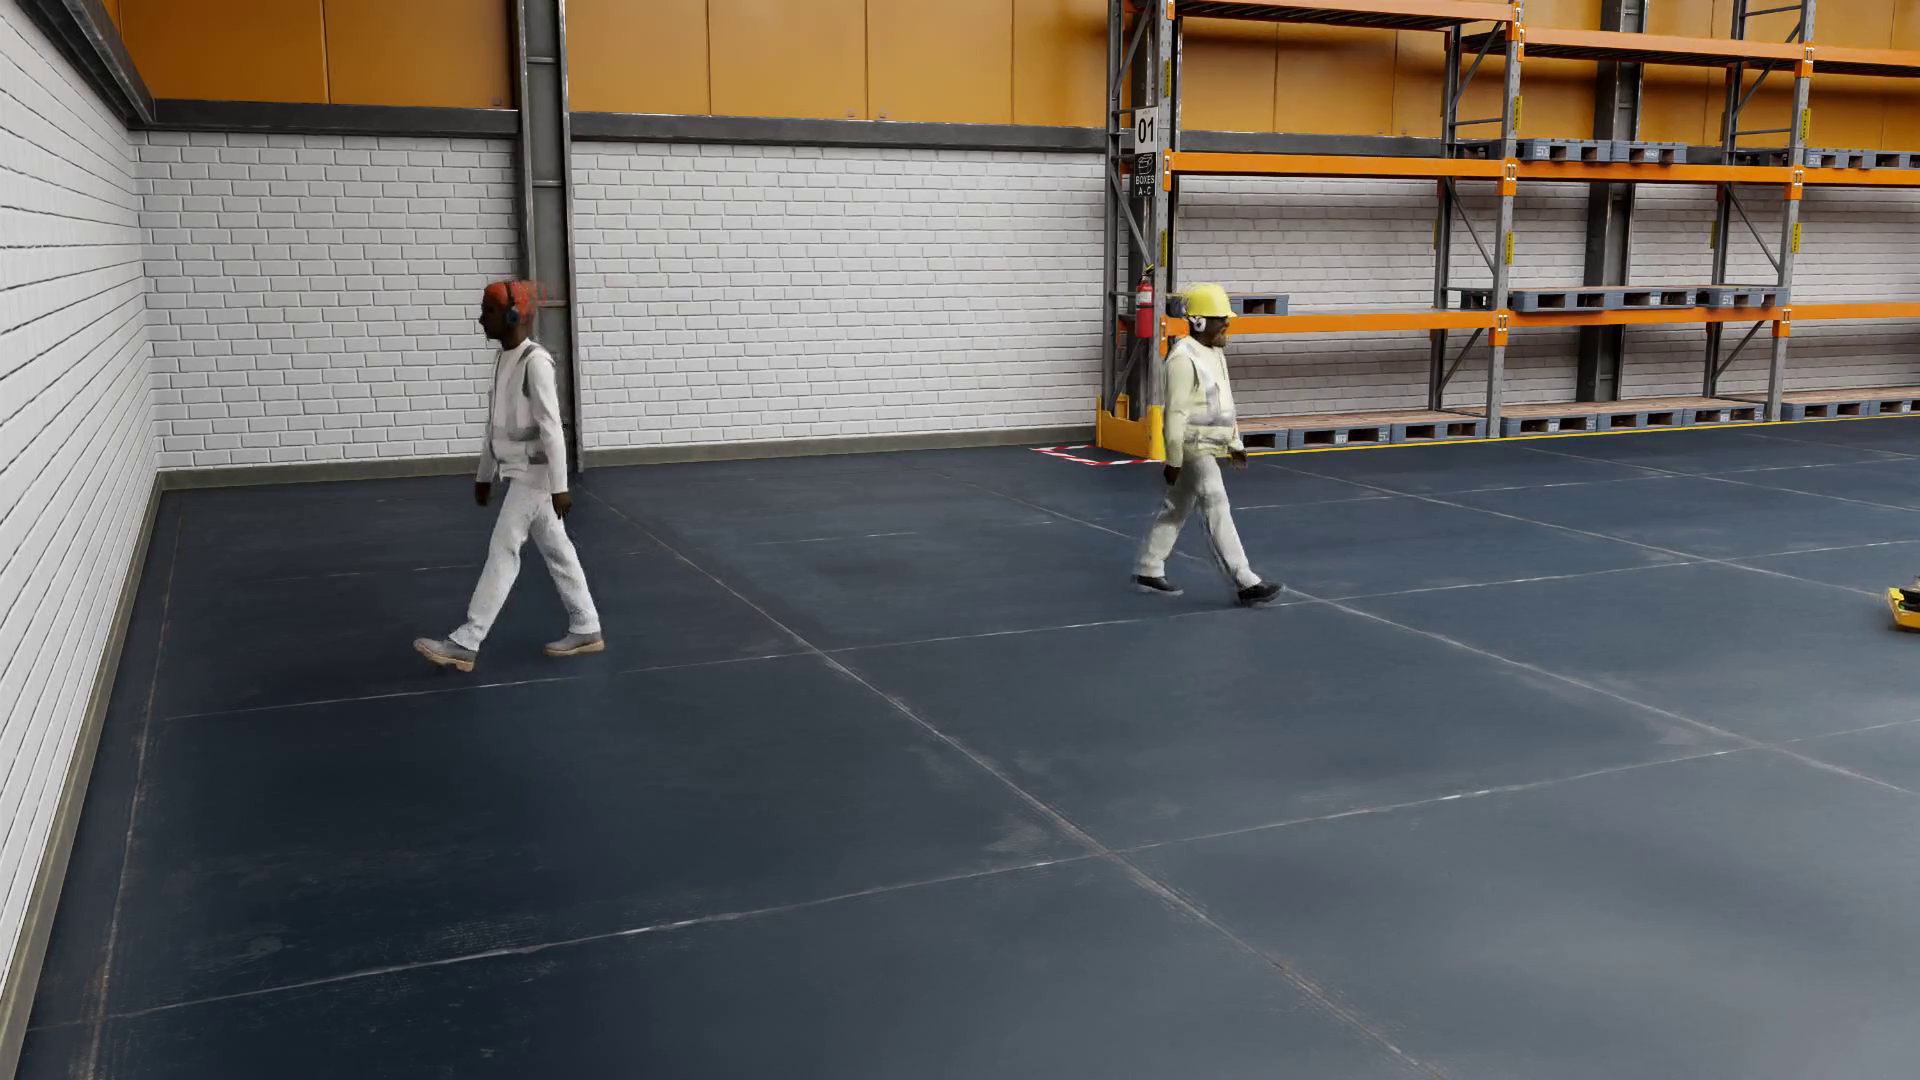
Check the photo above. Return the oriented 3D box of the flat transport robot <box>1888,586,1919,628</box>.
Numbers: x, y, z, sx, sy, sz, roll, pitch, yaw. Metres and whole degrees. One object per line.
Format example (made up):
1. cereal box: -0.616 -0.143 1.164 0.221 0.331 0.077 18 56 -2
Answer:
1. flat transport robot: 5.660 0.353 8.625 1.431 0.197 0.652 5 11 24

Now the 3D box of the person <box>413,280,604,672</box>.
1. person: -2.156 -0.300 7.910 0.980 1.829 0.600 -5 12 -28

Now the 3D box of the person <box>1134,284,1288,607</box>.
1. person: 1.387 -0.526 9.300 0.927 1.781 0.603 4 11 23
